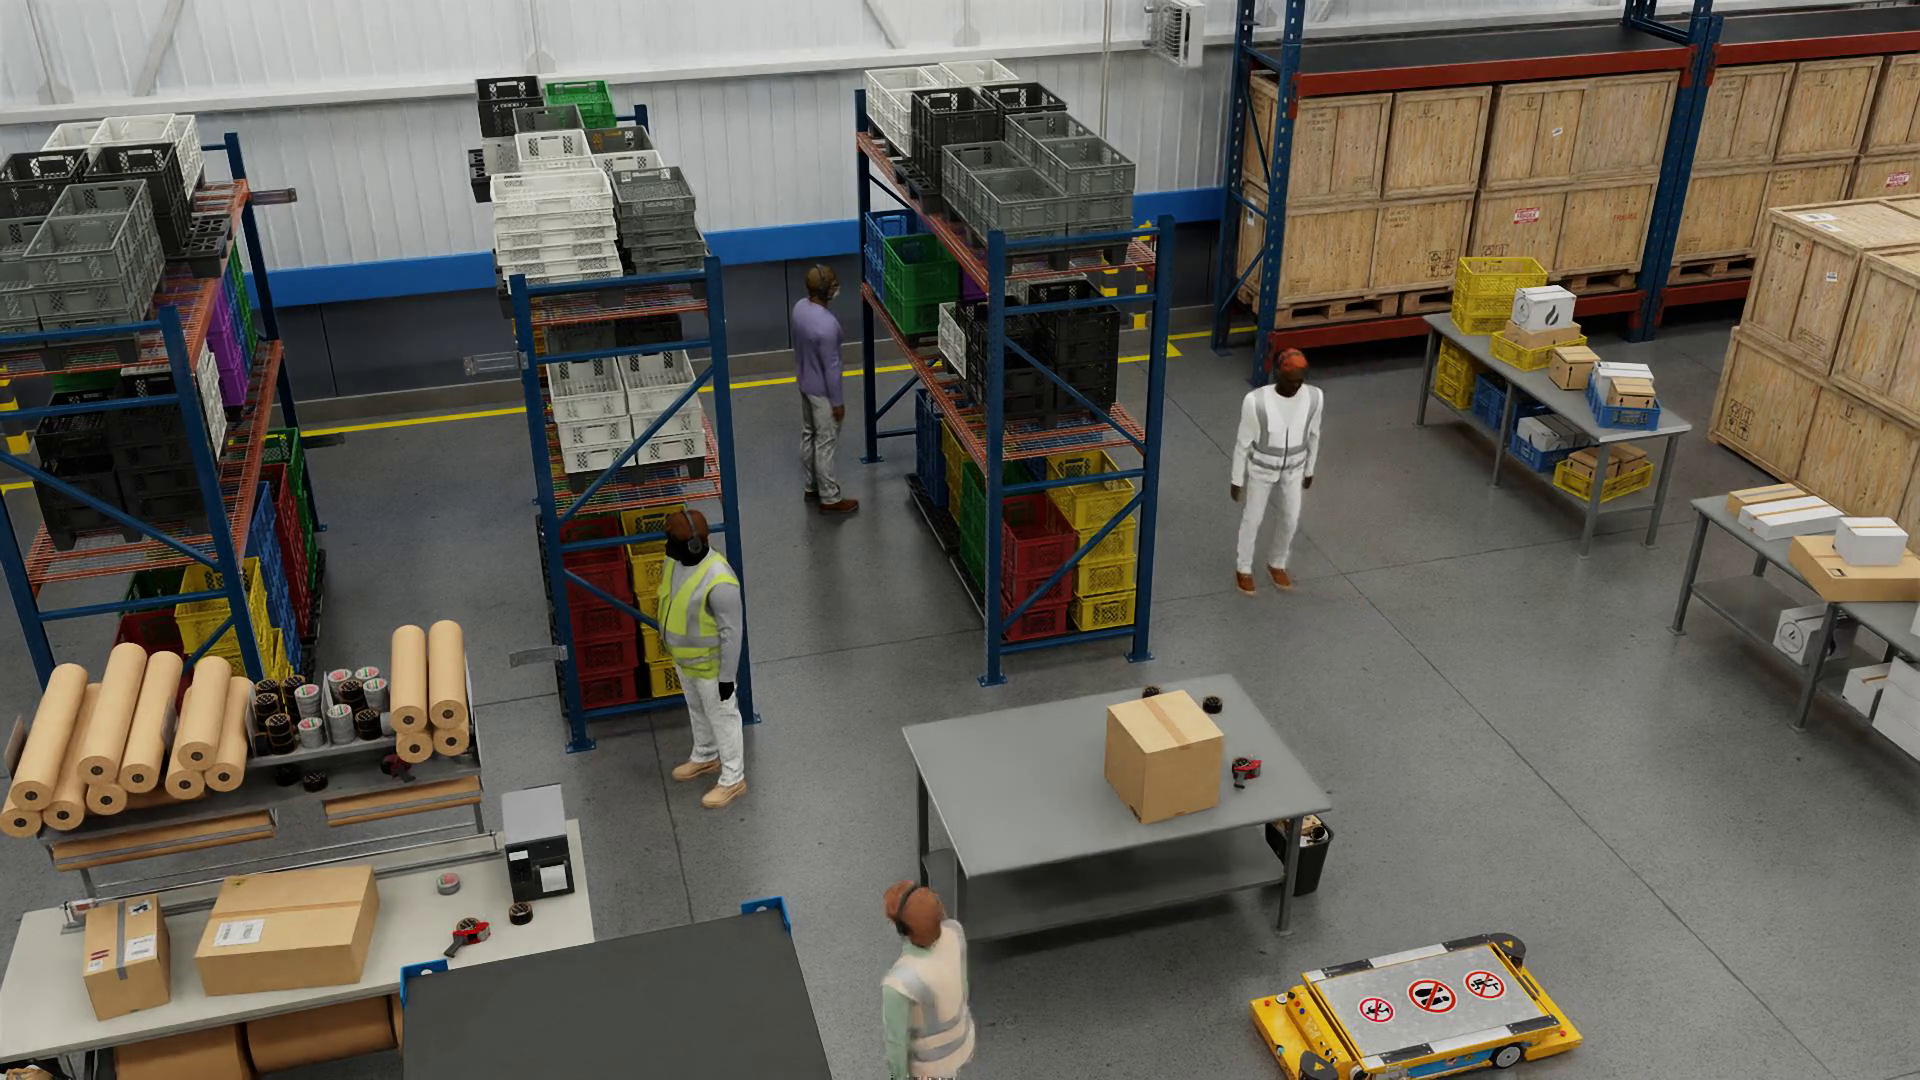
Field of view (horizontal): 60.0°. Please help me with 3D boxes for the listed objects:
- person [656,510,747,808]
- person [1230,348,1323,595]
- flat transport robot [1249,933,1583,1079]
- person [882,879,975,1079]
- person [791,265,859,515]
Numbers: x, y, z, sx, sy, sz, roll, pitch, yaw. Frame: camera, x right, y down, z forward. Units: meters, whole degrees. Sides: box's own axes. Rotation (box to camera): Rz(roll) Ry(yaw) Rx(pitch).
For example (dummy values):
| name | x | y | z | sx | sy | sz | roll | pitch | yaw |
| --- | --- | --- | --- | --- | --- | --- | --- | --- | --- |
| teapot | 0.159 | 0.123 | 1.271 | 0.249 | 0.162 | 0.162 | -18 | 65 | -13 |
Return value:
| name | x | y | z | sx | sy | sz | roll | pitch | yaw |
| --- | --- | --- | --- | --- | --- | --- | --- | --- | --- |
| person | -1.456 | 0.652 | 9.327 | 0.429 | 1.842 | 0.632 | -20 | 35 | -32 |
| person | 2.137 | -0.460 | 11.330 | 0.618 | 1.869 | 0.416 | -4 | 29 | -7 |
| flat transport robot | 2.184 | 2.282 | 7.980 | 1.431 | 0.197 | 0.652 | -8 | 30 | -14 |
| person | -0.143 | 2.107 | 6.917 | 0.548 | 1.609 | 0.517 | 15 | 32 | 25 |
| person | -1.035 | -1.129 | 12.469 | 0.373 | 1.941 | 0.627 | -14 | 32 | -24 |
